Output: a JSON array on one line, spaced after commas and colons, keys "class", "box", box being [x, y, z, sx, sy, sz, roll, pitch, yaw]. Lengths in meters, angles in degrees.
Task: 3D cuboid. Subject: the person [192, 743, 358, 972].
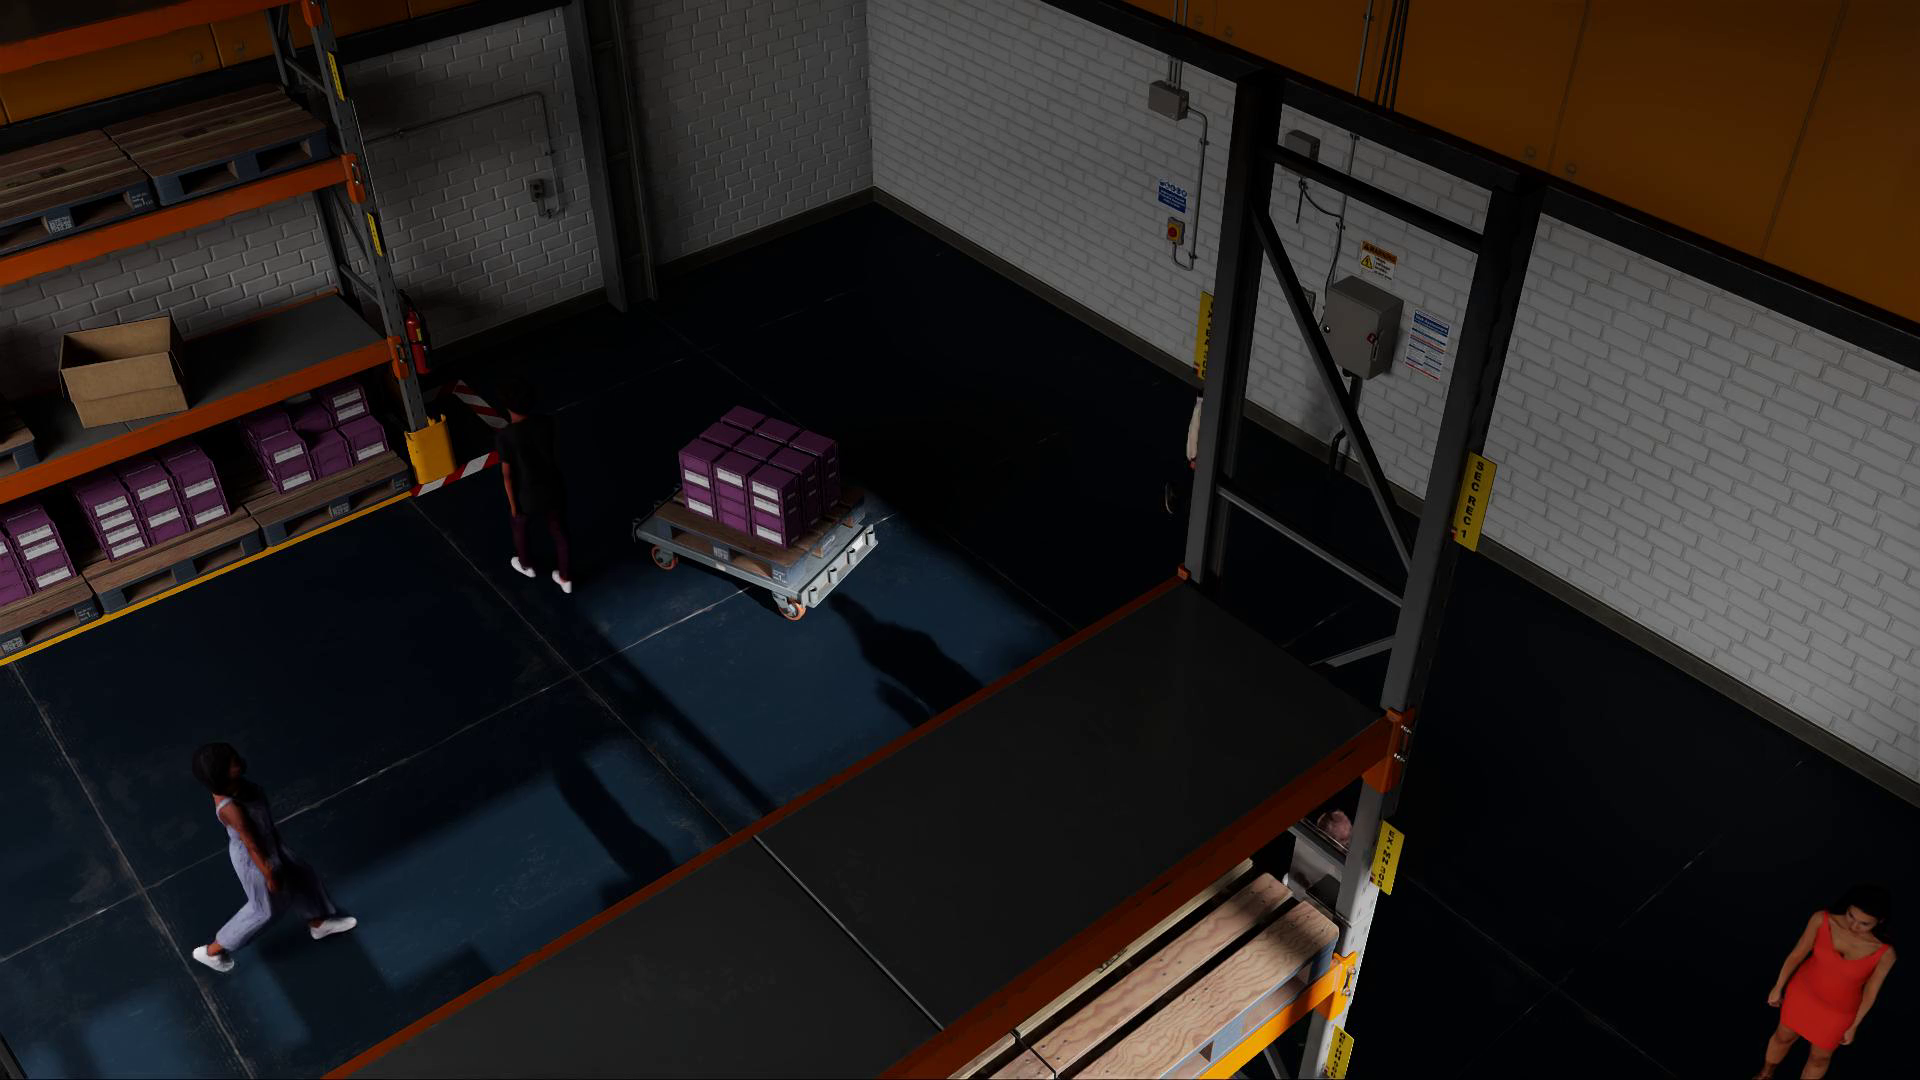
[{"class": "person", "box": [-3.984, 1.791, 9.247, 1.148, 1.670, 0.824, -13, 41, -16]}]

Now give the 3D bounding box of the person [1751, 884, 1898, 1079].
[{"class": "person", "box": [4.418, 2.345, 8.512, 0.614, 1.720, 0.578, 29, 47, 31]}]

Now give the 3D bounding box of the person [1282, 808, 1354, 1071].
[{"class": "person", "box": [1.866, 2.125, 8.717, 1.165, 1.809, 0.999, -11, 40, -14]}]

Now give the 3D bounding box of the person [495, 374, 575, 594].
[{"class": "person", "box": [-2.975, -0.341, 11.841, 0.739, 1.763, 0.685, -25, 45, -28]}]
